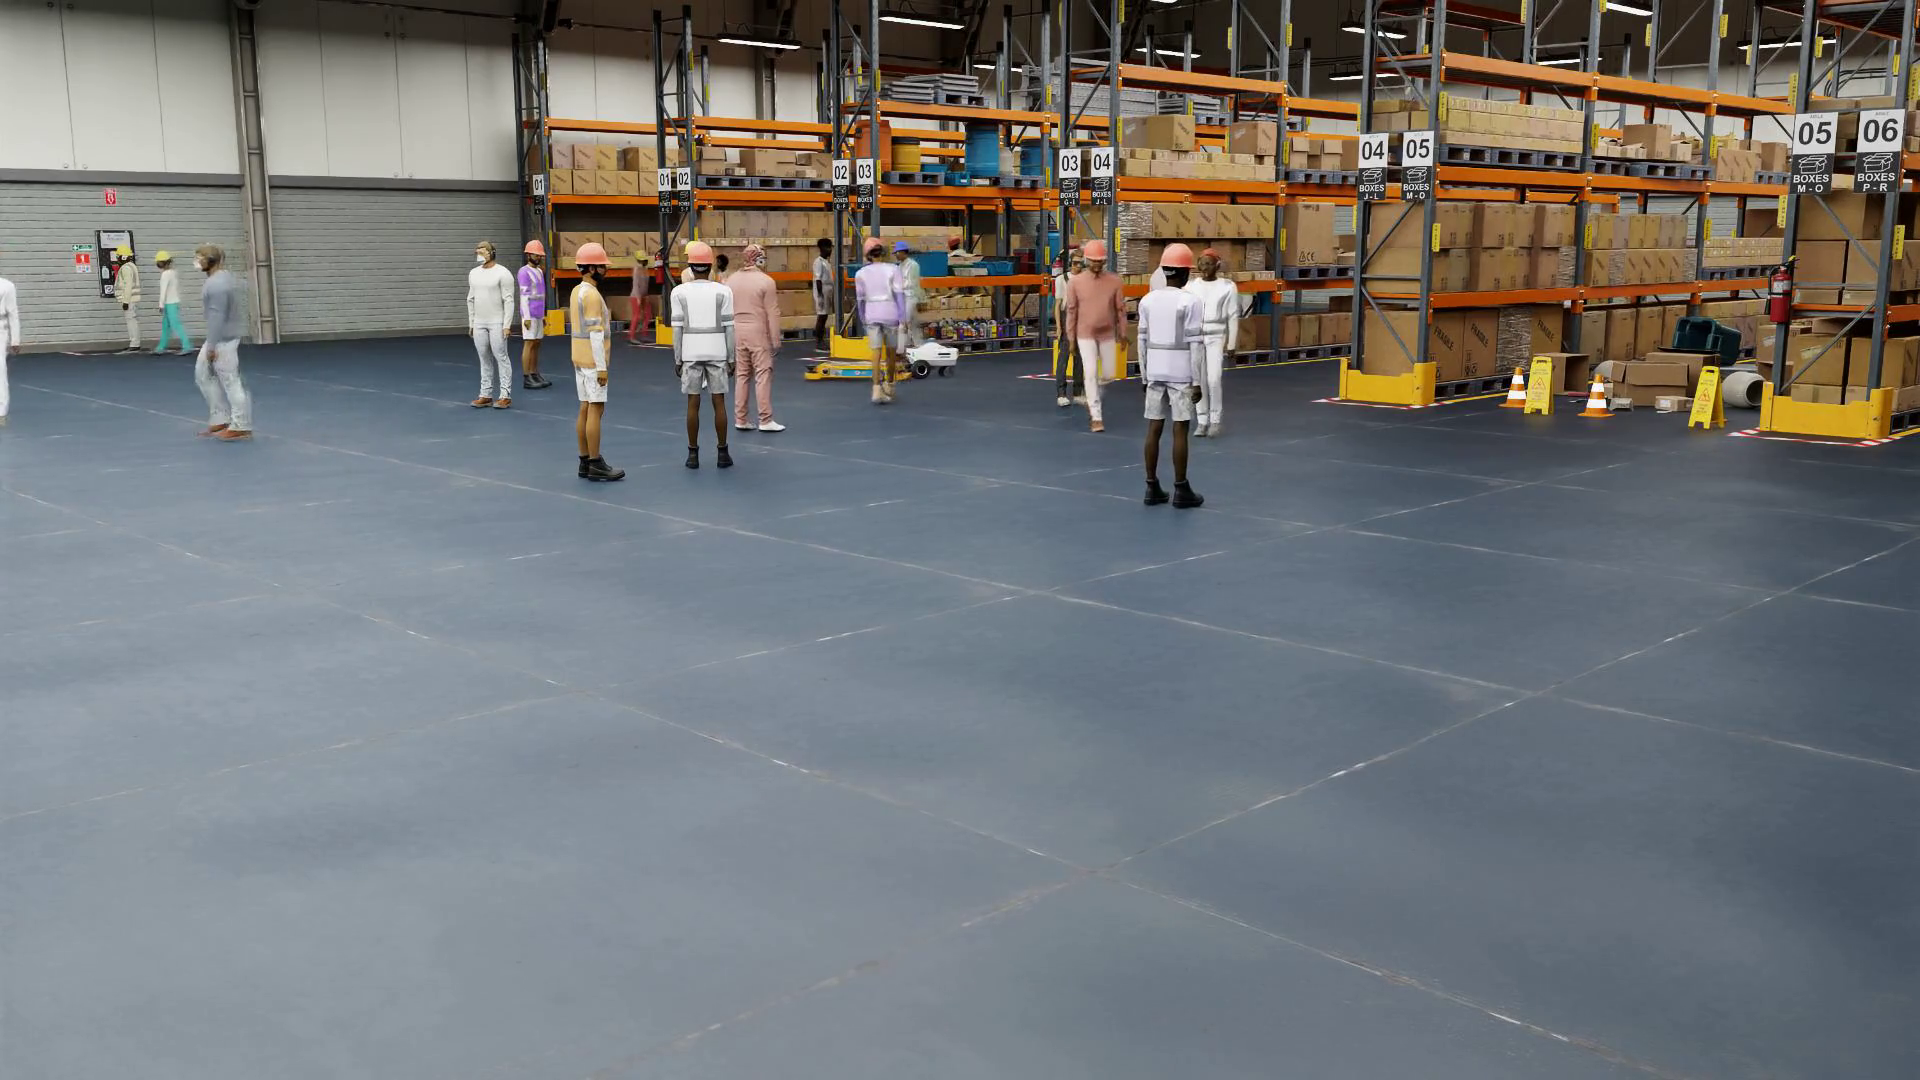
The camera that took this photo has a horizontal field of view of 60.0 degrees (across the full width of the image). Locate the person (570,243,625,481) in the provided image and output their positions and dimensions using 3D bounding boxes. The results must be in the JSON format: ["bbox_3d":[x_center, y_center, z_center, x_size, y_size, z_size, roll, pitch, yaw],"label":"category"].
[{"bbox_3d":[-3.016,-1.471,13.730,0.358,1.938,0.542,-6,12,-28],"label":"person"}]

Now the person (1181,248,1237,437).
[{"bbox_3d":[2.424,-1.956,16.565,0.587,1.869,0.532,5,11,24],"label":"person"}]

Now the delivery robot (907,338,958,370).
[{"bbox_3d":[-0.388,-2.626,23.664,0.707,0.478,0.477,-3,11,-17],"label":"delivery robot"}]

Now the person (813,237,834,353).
[{"bbox_3d":[-2.342,-4.214,28.608,0.362,1.963,0.611,1,10,7],"label":"person"}]

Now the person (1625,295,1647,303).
[{"bbox_3d":[13.744,-5.000,33.849,0.525,1.621,0.568,8,13,38],"label":"person"}]

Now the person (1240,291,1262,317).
[{"bbox_3d":[5.638,-4.913,32.341,0.387,1.994,0.614,-8,13,-36],"label":"person"}]

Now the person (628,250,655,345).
[{"bbox_3d":[-5.882,-4.450,30.540,0.589,1.725,0.540,4,11,21],"label":"person"}]

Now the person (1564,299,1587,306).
[{"bbox_3d":[9.998,-3.782,26.981,0.316,1.697,0.542,-3,11,-15],"label":"person"}]

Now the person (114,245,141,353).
[{"bbox_3d":[-14.260,-4.128,28.493,0.404,1.837,0.589,-4,11,-19],"label":"person"}]

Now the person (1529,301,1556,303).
[{"bbox_3d":[9.841,-4.020,28.212,0.393,1.727,0.509,-10,14,-43],"label":"person"}]

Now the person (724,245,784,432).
[{"bbox_3d":[-2.107,-2.061,17.059,0.690,1.905,0.405,6,12,31],"label":"person"}]

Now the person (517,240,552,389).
[{"bbox_3d":[-5.603,-2.975,21.942,0.376,1.934,0.547,2,11,9],"label":"person"}]

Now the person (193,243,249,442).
[{"bbox_3d":[-7.295,-1.914,16.185,0.625,1.919,0.661,-5,11,-25],"label":"person"}]

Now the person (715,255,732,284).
[{"bbox_3d":[-4.266,-4.268,29.750,0.877,1.643,0.550,-7,12,-32],"label":"person"}]

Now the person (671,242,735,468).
[{"bbox_3d":[-2.220,-1.603,14.437,0.545,1.942,0.354,-1,10,-7],"label":"person"}]

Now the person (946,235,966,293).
[{"bbox_3d":[-0.021,-5.889,37.695,0.370,2.002,0.799,6,12,30],"label":"person"}]

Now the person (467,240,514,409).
[{"bbox_3d":[-5.473,-2.509,19.389,0.631,1.940,0.372,5,11,23],"label":"person"}]

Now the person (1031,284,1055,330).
[{"bbox_3d":[1.981,-5.287,34.948,0.974,1.788,0.575,-8,13,-37],"label":"person"}]

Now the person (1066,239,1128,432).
[{"bbox_3d":[1.403,-2.122,17.221,0.652,1.957,0.721,-1,10,-5],"label":"person"}]

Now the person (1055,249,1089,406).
[{"bbox_3d":[1.355,-2.513,19.681,0.506,1.839,0.343,-5,12,-27],"label":"person"}]

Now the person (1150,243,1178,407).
[{"bbox_3d":[2.504,-2.530,19.592,0.409,1.908,0.639,-5,12,-26],"label":"person"}]

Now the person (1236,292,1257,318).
[{"bbox_3d":[5.309,-4.601,31.065,0.429,1.839,0.634,-9,14,-41],"label":"person"}]

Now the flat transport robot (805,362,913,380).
[{"bbox_3d":[-1.408,-2.377,23.337,1.431,0.197,0.652,1,10,6],"label":"flat transport robot"}]

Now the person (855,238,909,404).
[{"bbox_3d":[-0.929,-2.658,20.124,0.685,1.962,1.029,1,10,8],"label":"person"}]

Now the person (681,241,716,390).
[{"bbox_3d":[-3.435,-2.933,21.733,0.385,1.925,0.592,7,12,32],"label":"person"}]

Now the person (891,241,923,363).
[{"bbox_3d":[-0.920,-3.742,26.207,0.868,1.902,0.630,-5,12,-27],"label":"person"}]

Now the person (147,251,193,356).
[{"bbox_3d":[-13.198,-3.927,27.671,0.747,1.731,0.546,-3,11,-14],"label":"person"}]

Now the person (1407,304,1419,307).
[{"bbox_3d":[7.127,-3.549,25.424,0.597,1.807,0.748,5,12,26],"label":"person"}]

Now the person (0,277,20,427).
[{"bbox_3d":[-10.314,-2.150,17.678,0.581,1.892,0.565,-1,10,-6],"label":"person"}]

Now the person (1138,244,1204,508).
[{"bbox_3d":[1.586,-1.226,12.394,0.547,1.937,0.379,9,14,40],"label":"person"}]
